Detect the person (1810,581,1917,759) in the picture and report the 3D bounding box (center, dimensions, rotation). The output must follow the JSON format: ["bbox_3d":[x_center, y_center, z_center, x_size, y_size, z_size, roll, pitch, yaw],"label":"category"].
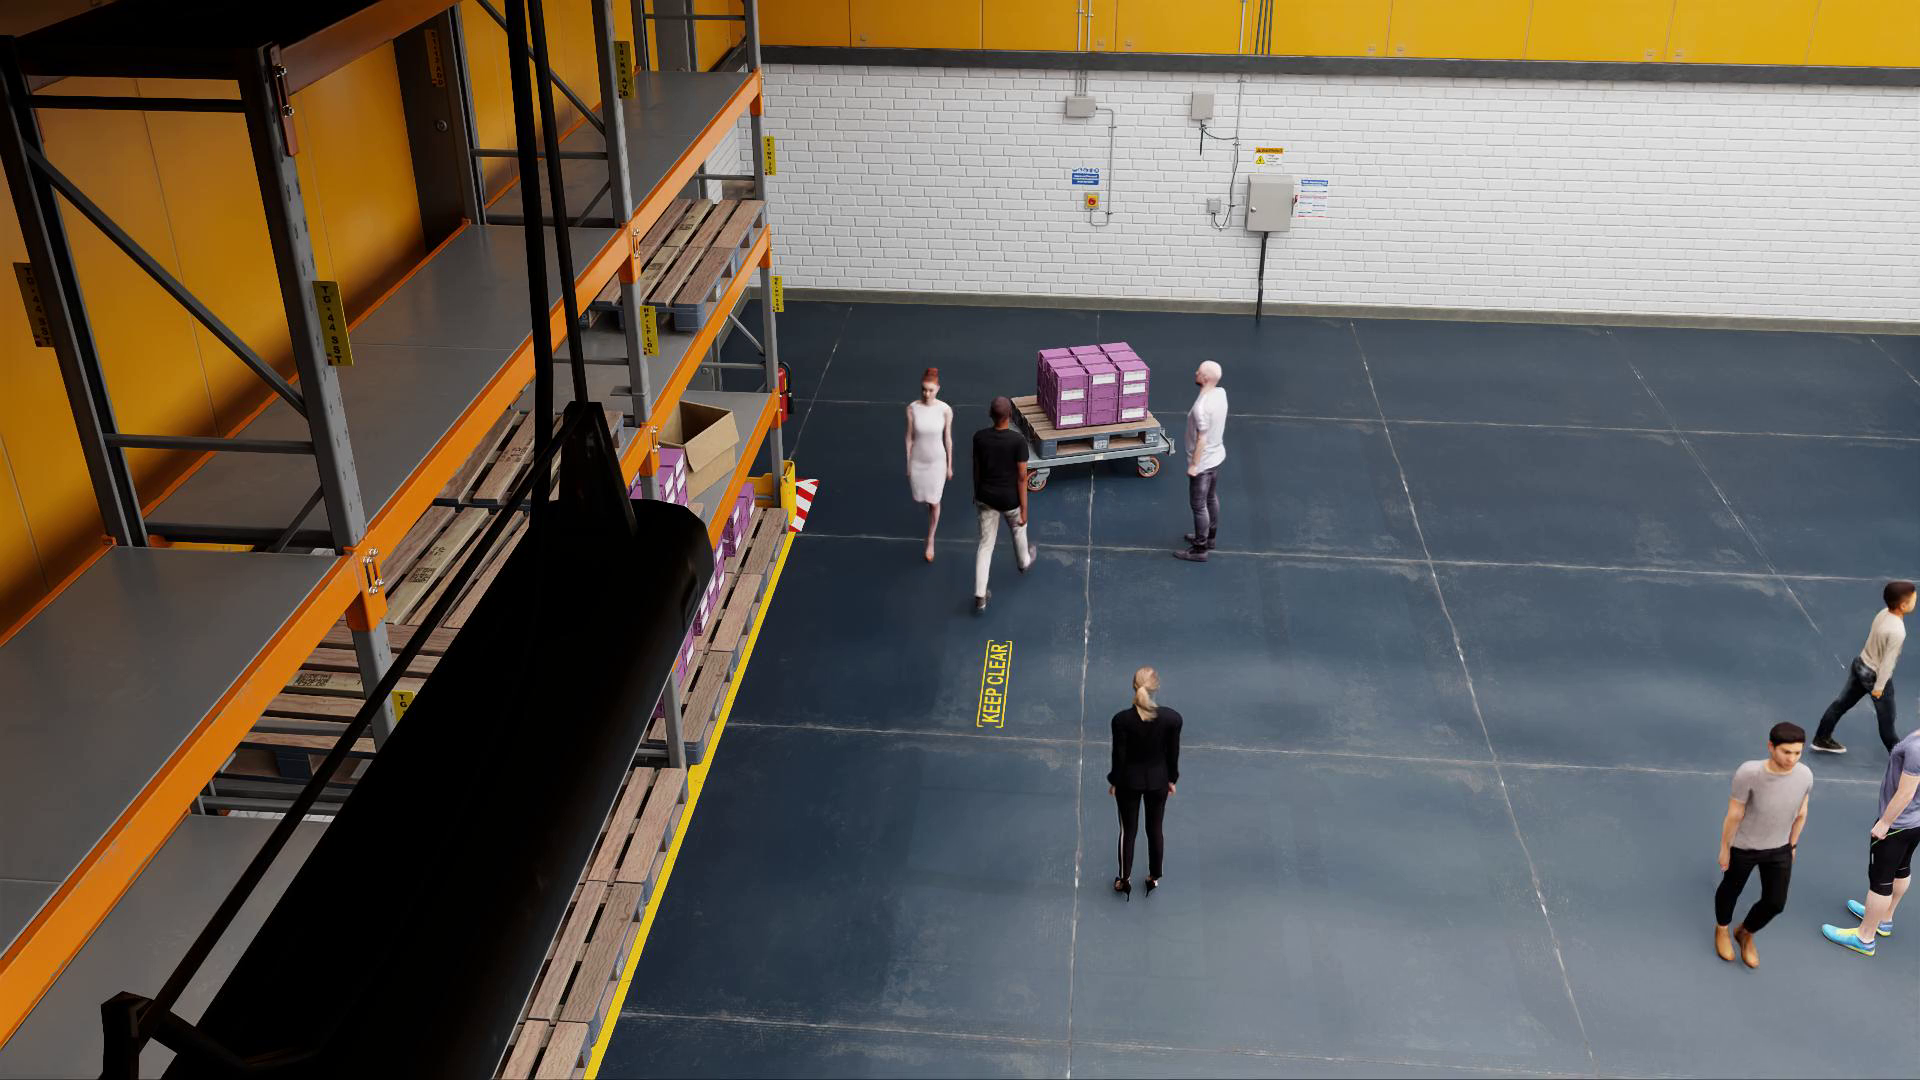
[{"bbox_3d":[6.393,0.947,11.795,0.628,1.436,0.868,3,29,6],"label":"person"}]

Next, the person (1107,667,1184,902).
[{"bbox_3d":[1.147,1.538,10.430,0.646,1.706,0.581,-3,29,-5],"label":"person"}]

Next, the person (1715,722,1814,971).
[{"bbox_3d":[4.786,1.768,10.002,0.634,1.712,0.603,4,29,7],"label":"person"}]

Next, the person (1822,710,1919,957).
[{"bbox_3d":[5.691,1.663,10.010,0.744,1.889,0.801,-21,35,-34],"label":"person"}]

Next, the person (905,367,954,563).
[{"bbox_3d":[-0.251,-0.686,14.429,0.601,1.780,0.874,4,29,8],"label":"person"}]

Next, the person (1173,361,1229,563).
[{"bbox_3d":[2.125,-0.693,14.389,0.799,1.831,0.670,14,32,24],"label":"person"}]

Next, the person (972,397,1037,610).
[{"bbox_3d":[0.286,-0.258,13.687,0.904,1.739,1.304,10,30,17],"label":"person"}]
